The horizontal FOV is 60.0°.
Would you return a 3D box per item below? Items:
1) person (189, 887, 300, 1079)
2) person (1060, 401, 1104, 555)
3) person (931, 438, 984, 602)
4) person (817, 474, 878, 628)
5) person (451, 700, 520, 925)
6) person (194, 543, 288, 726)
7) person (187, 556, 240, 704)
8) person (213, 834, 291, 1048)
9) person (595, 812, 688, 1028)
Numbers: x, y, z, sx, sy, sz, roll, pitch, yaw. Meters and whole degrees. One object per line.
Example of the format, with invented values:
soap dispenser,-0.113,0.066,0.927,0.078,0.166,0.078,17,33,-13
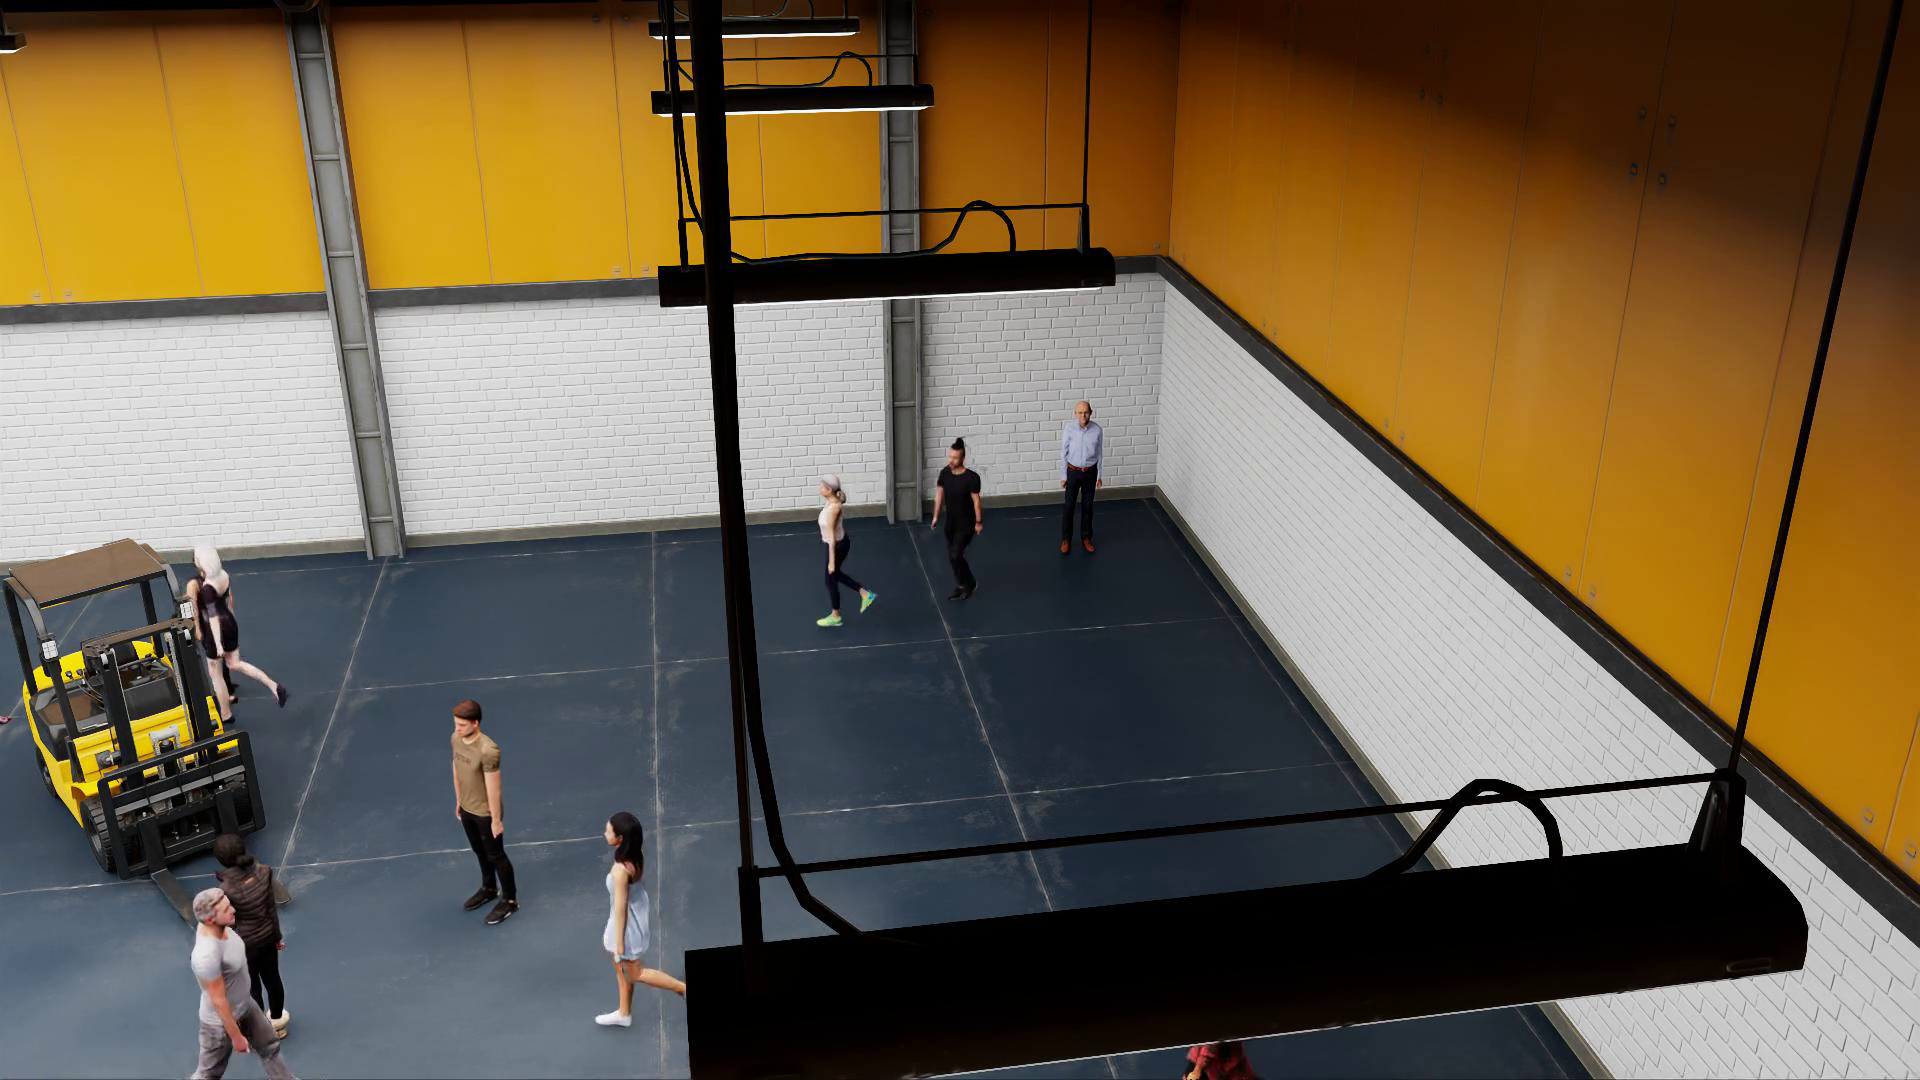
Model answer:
person,-4.684,2.991,10.400,1.218,1.780,0.759,-5,24,-12
person,1.374,-0.733,18.906,0.531,1.791,0.718,-2,24,-4
person,0.050,-0.240,17.699,0.840,1.855,0.812,-21,32,-40
person,-1.175,0.121,17.084,0.890,1.685,0.695,-1,24,-2
person,-3.600,2.013,12.552,0.733,1.849,0.776,18,29,36
person,-6.638,0.872,15.208,1.019,1.813,0.719,0,24,1
person,-7.095,0.773,15.731,0.874,1.575,0.793,10,26,22
person,-4.755,2.709,11.196,0.763,1.660,0.703,8,25,18
person,-2.164,2.621,11.327,1.035,1.715,0.688,0,24,1
